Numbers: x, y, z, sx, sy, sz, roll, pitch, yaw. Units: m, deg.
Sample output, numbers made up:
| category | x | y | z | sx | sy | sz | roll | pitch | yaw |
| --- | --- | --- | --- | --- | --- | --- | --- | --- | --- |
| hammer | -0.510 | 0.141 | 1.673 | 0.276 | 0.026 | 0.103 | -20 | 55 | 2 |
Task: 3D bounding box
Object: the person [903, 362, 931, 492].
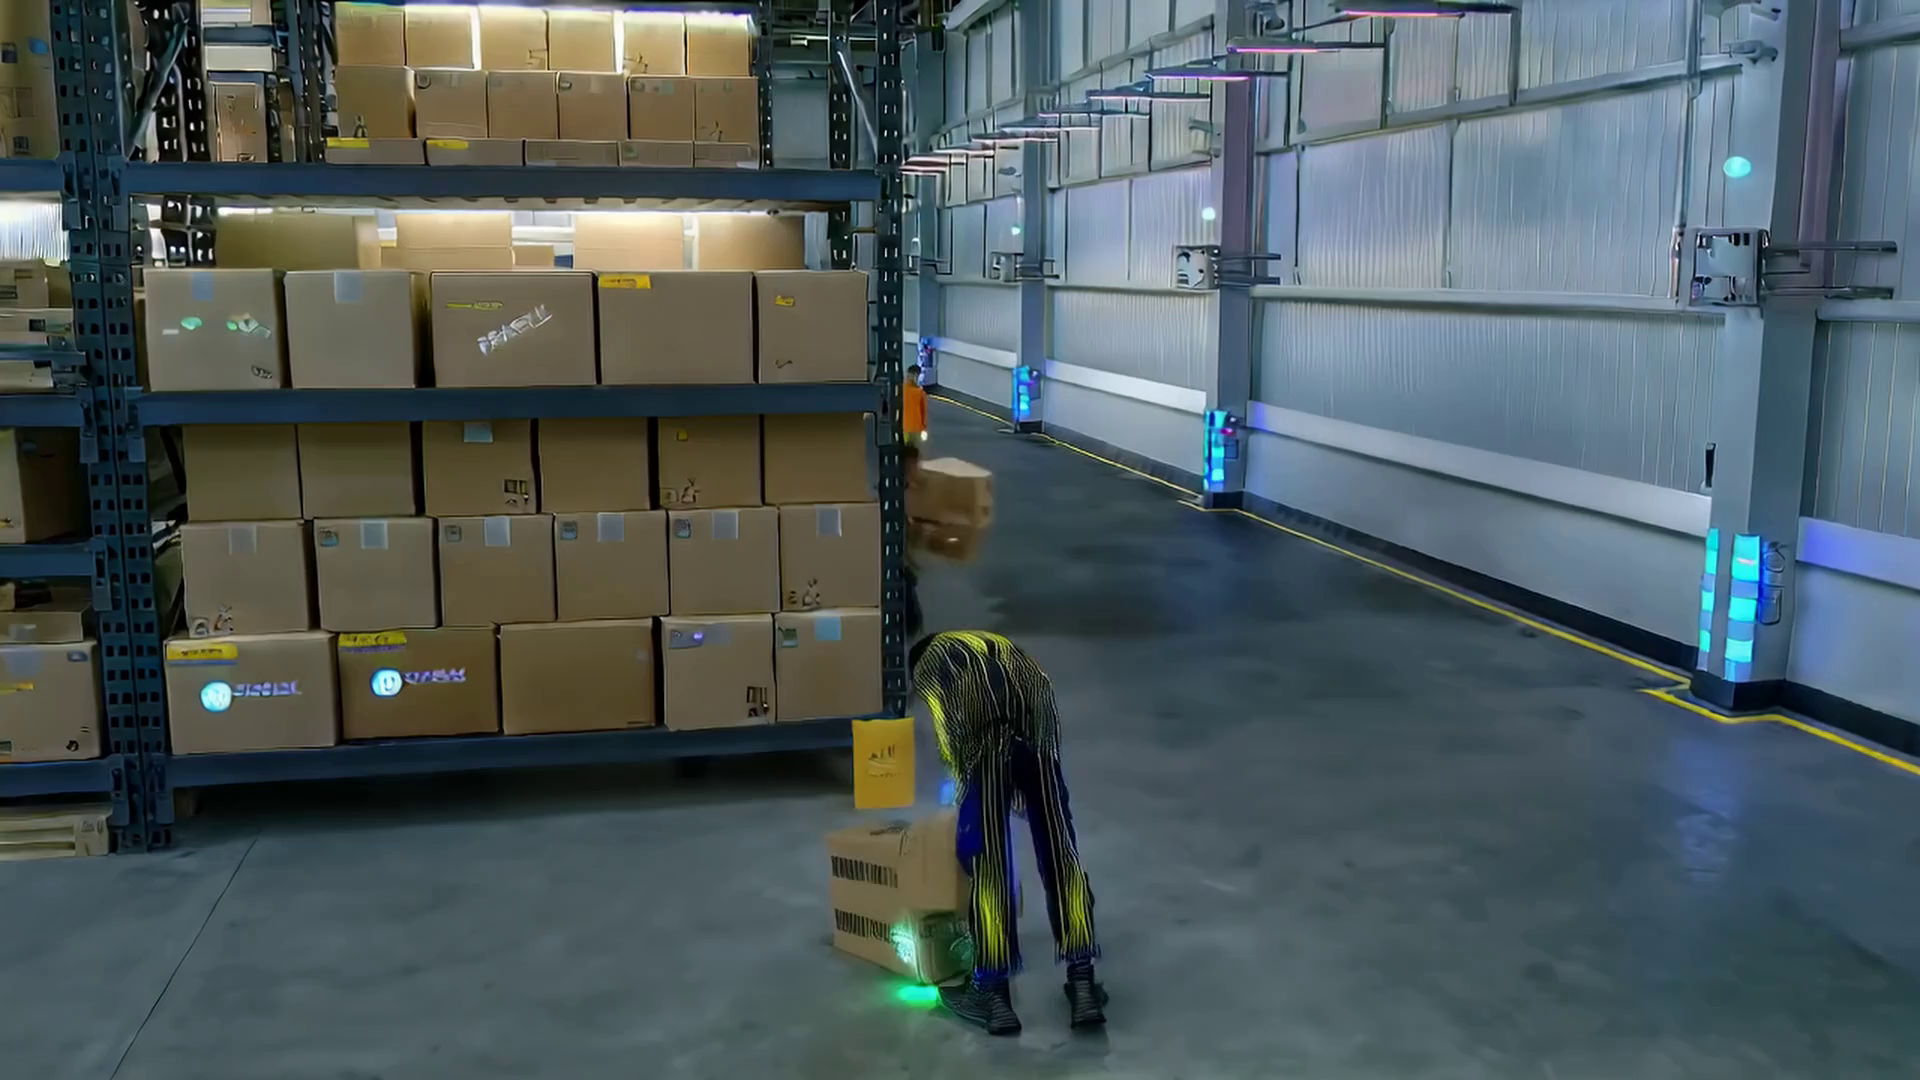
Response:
| category | x | y | z | sx | sy | sz | roll | pitch | yaw |
| --- | --- | --- | --- | --- | --- | --- | --- | --- | --- |
| person | -0.617 | -1.533 | 22.579 | 0.338 | 1.748 | 0.566 | -7 | 12 | -37 |
